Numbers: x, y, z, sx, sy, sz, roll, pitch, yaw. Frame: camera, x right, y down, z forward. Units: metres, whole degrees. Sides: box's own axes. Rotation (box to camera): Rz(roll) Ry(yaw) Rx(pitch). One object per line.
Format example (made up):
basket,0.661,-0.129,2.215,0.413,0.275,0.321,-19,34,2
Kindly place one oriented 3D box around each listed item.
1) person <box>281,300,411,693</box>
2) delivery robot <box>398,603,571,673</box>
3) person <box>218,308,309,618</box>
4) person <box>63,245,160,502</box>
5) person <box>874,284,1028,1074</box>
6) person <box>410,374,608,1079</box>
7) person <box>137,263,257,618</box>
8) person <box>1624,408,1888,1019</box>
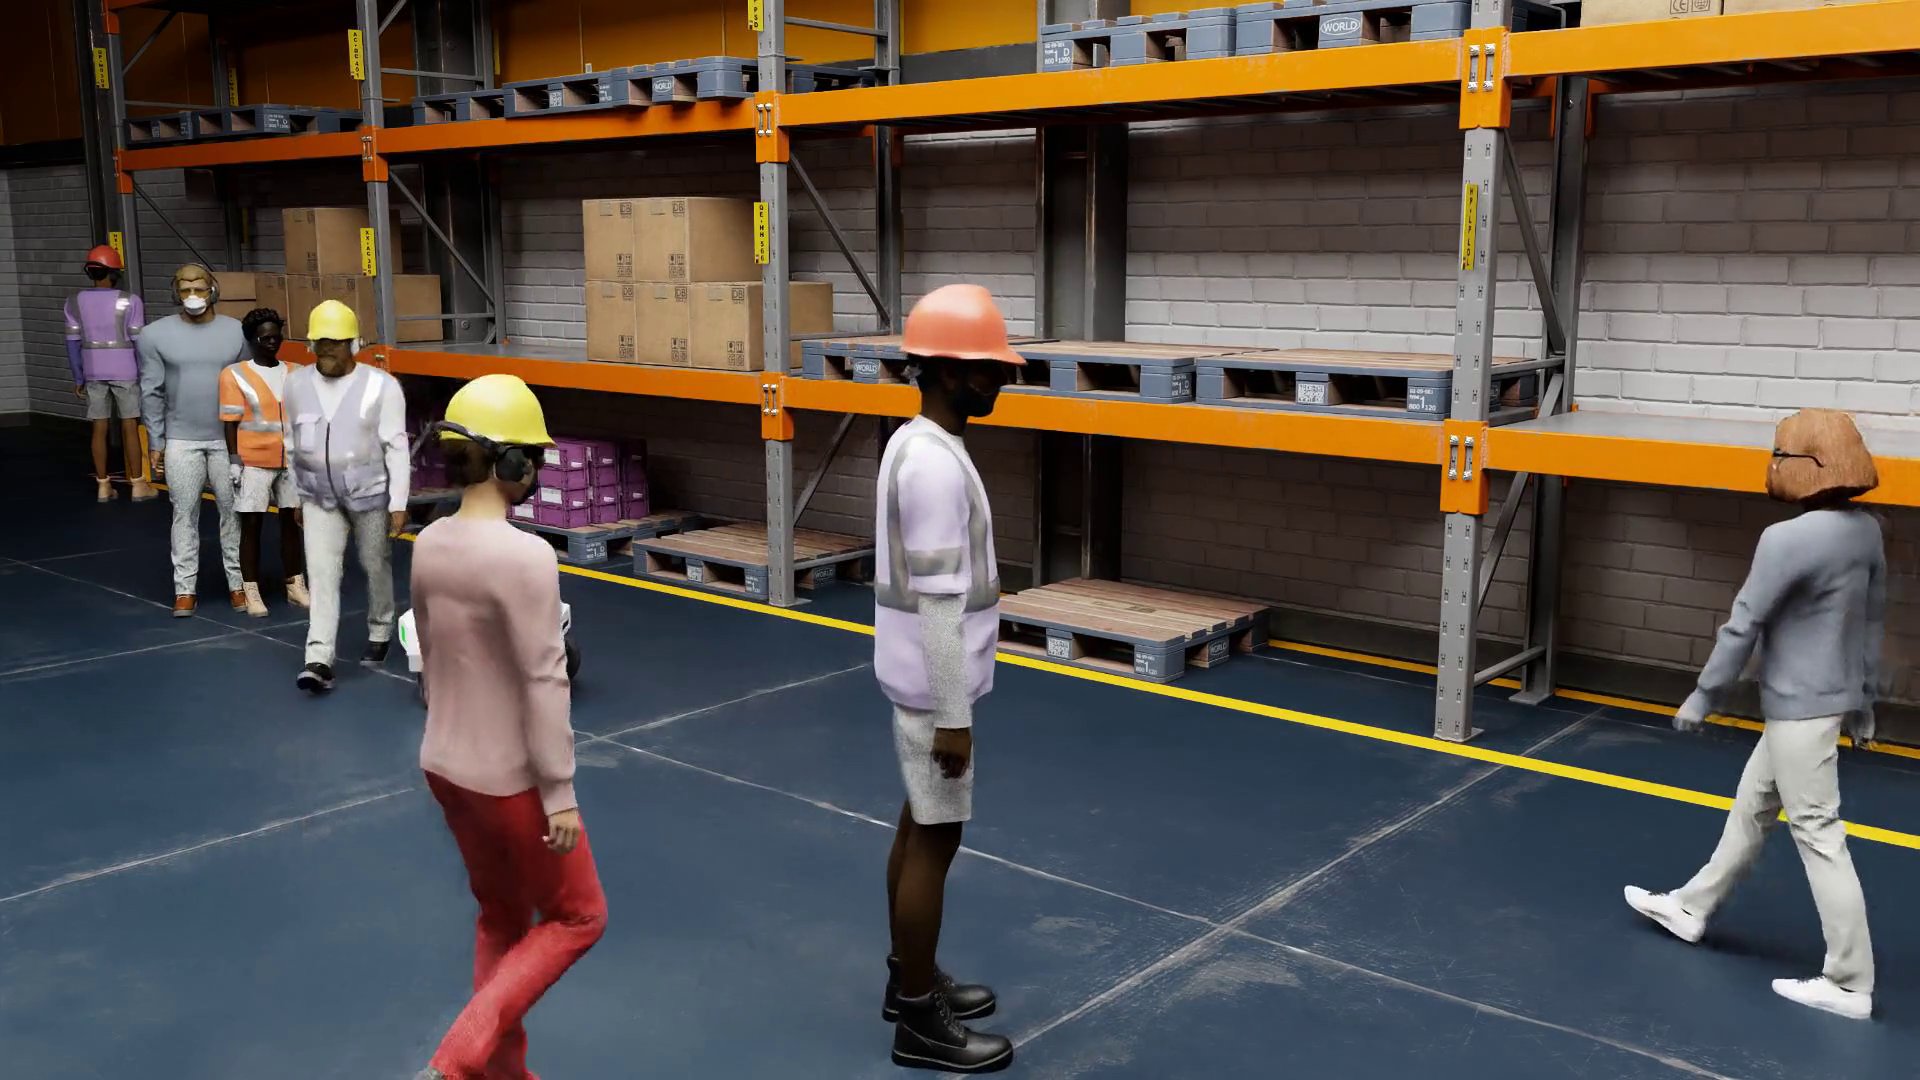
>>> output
person,-2.858,-0.212,7.726,0.612,1.776,0.943,0,10,-3
delivery robot,-2.109,0.412,7.395,0.707,0.478,0.477,-1,10,-4
person,-3.812,-0.431,9.212,0.320,1.698,0.531,9,13,40
person,-6.775,-1.319,13.283,0.609,2.044,0.397,-1,10,-5
person,-0.023,0.341,4.140,0.377,1.933,0.551,-1,10,-5
person,-1.041,0.514,3.678,0.543,1.745,0.465,10,14,43
person,-4.160,-0.548,9.191,0.629,1.940,0.378,-4,11,-24
person,2.184,0.441,4.543,0.508,1.595,0.803,-8,13,-40
